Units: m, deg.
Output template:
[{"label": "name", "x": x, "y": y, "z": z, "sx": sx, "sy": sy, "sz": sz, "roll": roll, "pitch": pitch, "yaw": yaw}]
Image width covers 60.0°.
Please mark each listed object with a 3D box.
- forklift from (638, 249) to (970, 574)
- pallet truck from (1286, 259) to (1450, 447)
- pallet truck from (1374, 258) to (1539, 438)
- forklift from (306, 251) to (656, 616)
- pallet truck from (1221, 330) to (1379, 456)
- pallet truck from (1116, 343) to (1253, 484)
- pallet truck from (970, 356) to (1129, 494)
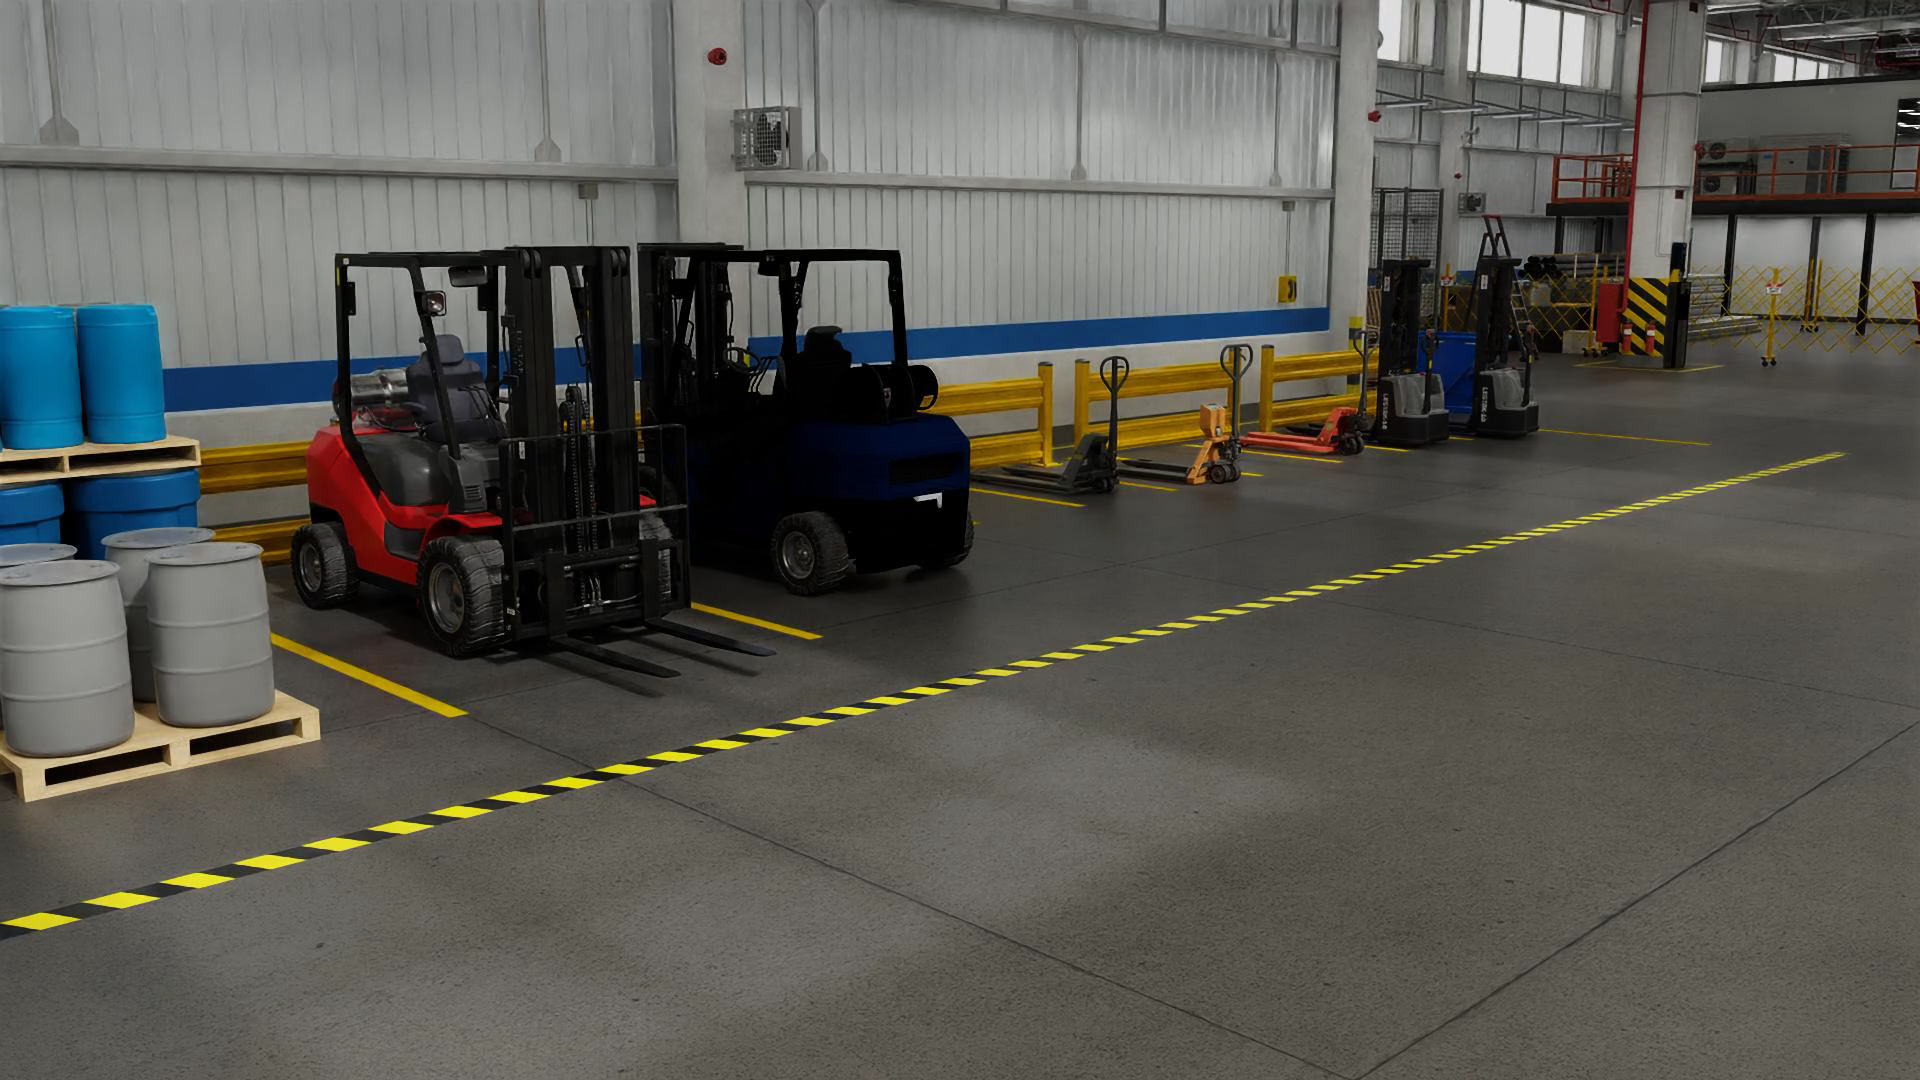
[{"label": "forklift", "x": -1.173, "y": -0.958, "z": 11.239, "sx": 2.680, "sy": 1.987, "sz": 1.157, "roll": 10, "pitch": 14, "yaw": 43}, {"label": "pallet truck", "x": 4.493, "y": -2.078, "z": 18.196, "sx": 0.823, "sy": 1.965, "sz": 1.885, "roll": -9, "pitch": 14, "yaw": -40}, {"label": "pallet truck", "x": 5.704, "y": -2.208, "z": 18.901, "sx": 1.885, "sy": 1.965, "sz": 0.823, "roll": 10, "pitch": 14, "yaw": 43}, {"label": "forklift", "x": -2.833, "y": -0.669, "z": 9.694, "sx": 1.157, "sy": 1.987, "sz": 2.680, "roll": -10, "pitch": 14, "yaw": -44}, {"label": "pallet truck", "x": 3.563, "y": -1.581, "z": 17.381, "sx": 0.653, "sy": 1.274, "sz": 1.630, "roll": -10, "pitch": 14, "yaw": -44}, {"label": "pallet truck", "x": 1.962, "y": -1.215, "z": 15.415, "sx": 1.522, "sy": 1.261, "sz": 0.704, "roll": 10, "pitch": 14, "yaw": 43}, {"label": "pallet truck", "x": 0.784, "y": -1.085, "z": 14.876, "sx": 0.680, "sy": 1.201, "sz": 1.601, "roll": -10, "pitch": 14, "yaw": -44}]
